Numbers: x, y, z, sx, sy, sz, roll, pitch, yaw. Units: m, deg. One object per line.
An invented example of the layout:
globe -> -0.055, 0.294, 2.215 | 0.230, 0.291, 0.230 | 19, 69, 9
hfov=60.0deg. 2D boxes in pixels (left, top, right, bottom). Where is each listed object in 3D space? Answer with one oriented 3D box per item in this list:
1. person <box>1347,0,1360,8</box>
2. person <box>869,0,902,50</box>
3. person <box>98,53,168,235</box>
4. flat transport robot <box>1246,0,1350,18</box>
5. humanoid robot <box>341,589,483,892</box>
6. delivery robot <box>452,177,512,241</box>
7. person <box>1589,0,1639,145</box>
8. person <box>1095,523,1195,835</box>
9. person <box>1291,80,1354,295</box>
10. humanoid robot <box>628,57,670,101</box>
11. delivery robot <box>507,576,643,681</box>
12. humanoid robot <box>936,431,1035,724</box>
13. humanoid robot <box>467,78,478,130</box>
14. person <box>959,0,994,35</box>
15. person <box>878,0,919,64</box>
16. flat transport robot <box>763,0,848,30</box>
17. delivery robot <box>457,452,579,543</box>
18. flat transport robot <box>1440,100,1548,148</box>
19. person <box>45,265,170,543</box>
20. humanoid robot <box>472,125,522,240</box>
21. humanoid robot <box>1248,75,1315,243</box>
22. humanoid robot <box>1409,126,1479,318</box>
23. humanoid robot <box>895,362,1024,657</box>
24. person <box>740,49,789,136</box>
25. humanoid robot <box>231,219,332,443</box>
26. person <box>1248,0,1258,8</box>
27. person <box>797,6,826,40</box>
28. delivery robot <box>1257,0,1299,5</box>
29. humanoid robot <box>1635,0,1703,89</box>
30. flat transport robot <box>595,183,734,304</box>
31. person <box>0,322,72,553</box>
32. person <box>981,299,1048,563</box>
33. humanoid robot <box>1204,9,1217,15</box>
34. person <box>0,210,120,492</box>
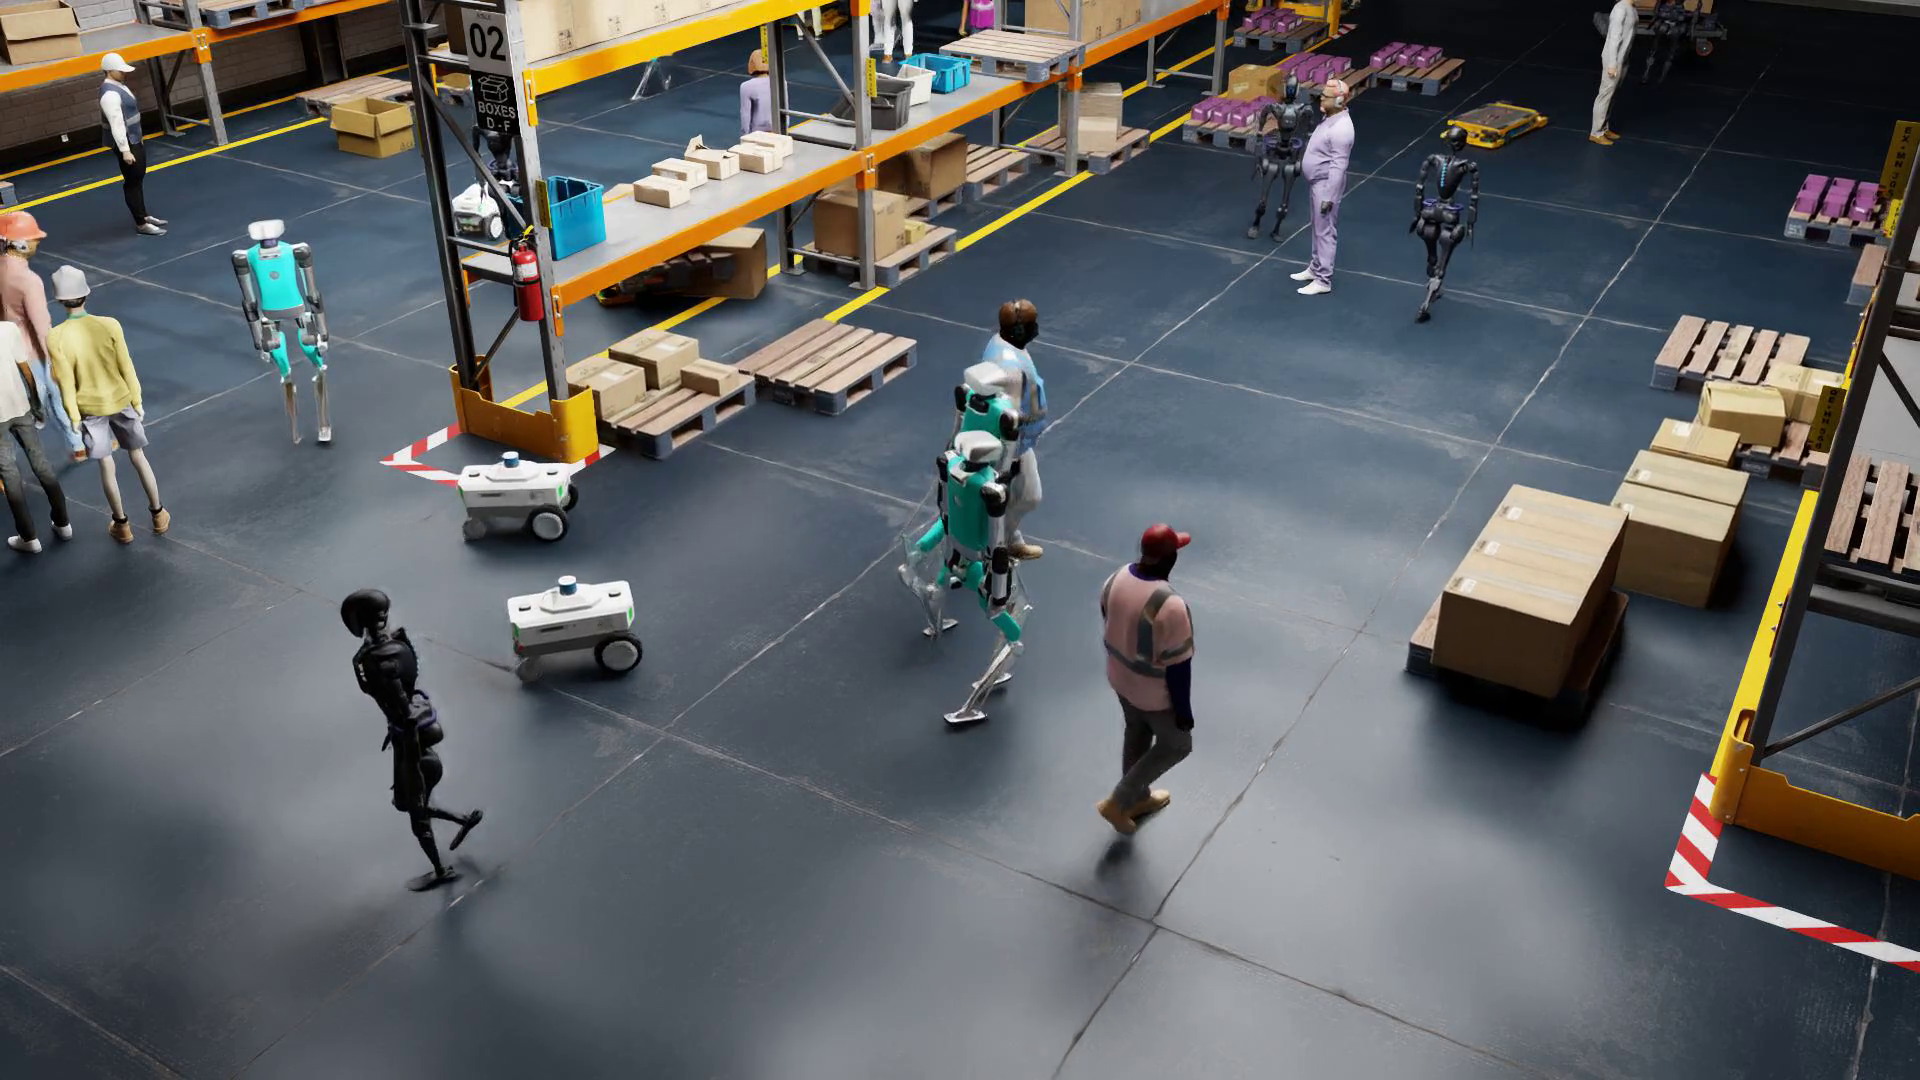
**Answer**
person -> 6.047, -9.076, 25.486 | 0.323, 1.751, 0.560 | -20, 35, -31
person -> -1.130, -7.727, 22.919 | 0.466, 1.932, 0.508 | -12, 32, -20
person -> -8.130, -3.870, 16.277 | 0.448, 1.754, 0.762 | -9, 31, -16
flat transport robot -> 5.145, -8.125, 25.314 | 1.431, 0.231, 0.659 | 16, 33, 26
humanoid robot -> -2.565, 0.945, 7.850 | 0.418, 1.641, 0.615 | -15, 33, -24
delivery robot -> -4.733, -3.293, 16.496 | 0.499, 0.614, 0.804 | 8, 30, 13
person -> 7.529, -5.509, 19.035 | 0.353, 1.898, 0.558 | 18, 34, 29
person -> 0.911, 0.709, 8.190 | 0.477, 1.736, 0.641 | -15, 33, -25
person -> 3.242, -3.151, 14.848 | 0.413, 1.912, 0.649 | 1, 29, 2
humanoid robot -> -3.938, -6.411, 20.844 | 0.547, 1.825, 0.884 | 24, 38, 36
delivery robot -> -2.264, 0.491, 9.786 | 0.802, 0.598, 0.499 | -9, 31, -15
humanoid robot -> 0.207, 0.172, 9.133 | 0.843, 1.765, 0.565 | -20, 35, -31
humanoid robot -> -5.586, -5.561, 19.336 | 0.530, 1.770, 1.006 | 20, 35, 31
person -> 0.277, -6.379, 20.640 | 0.551, 1.825, 0.506 | 15, 33, 24
person -> -0.834, -7.386, 22.313 | 0.628, 1.940, 0.373 | 0, 29, 1
flat transport robot -> -2.449, -7.767, 24.682 | 1.431, 0.231, 0.659 | 7, 30, 13
delivery robot -> -2.968, -0.302, 11.199 | 0.811, 0.609, 0.499 | -2, 30, -3
flat transport robot -> 6.308, -4.895, 19.600 | 0.659, 0.231, 1.431 | 24, 37, 36
person -> -5.569, -0.867, 10.829 | 0.474, 1.892, 0.384 | -18, 34, -29
humanoid robot -> -4.173, -3.334, 15.424 | 0.587, 1.635, 0.453 | 2, 30, 4
humanoid robot -> 3.109, -3.670, 16.015 | 0.600, 1.642, 0.410 | 2, 30, 3
humanoid robot -> 4.168, -2.768, 14.450 | 0.610, 1.640, 0.740 | 21, 36, 32
humanoid robot -> -0.077, -0.085, 9.691 | 0.842, 1.859, 0.561 | -21, 35, -32
person -> -1.976, -4.153, 16.909 | 0.505, 1.627, 0.290 | -11, 31, -18
humanoid robot -> -4.886, -1.525, 12.148 | 0.536, 1.796, 0.671 | -9, 31, -16
person -> 4.504, -8.980, 25.274 | 0.648, 1.802, 0.829 | 12, 32, 20
person -> -2.171, -8.005, 23.591 | 0.561, 1.752, 0.324 | 4, 30, 6
delivery robot -> 4.884, -8.273, 25.278 | 0.782, 0.587, 0.499 | 14, 32, 23
humanoid robot -> 9.078, -6.606, 21.198 | 0.610, 1.635, 0.439 | 19, 35, 30
flat transport robot -> -2.654, -2.438, 15.254 | 1.431, 0.231, 0.659 | -12, 32, -20
person -> -6.177, -0.797, 10.724 | 0.328, 1.873, 0.517 | 21, 36, 33
person -> 0.307, -0.648, 10.497 | 0.480, 1.831, 0.641 | -1, 29, -2
humanoid robot -> 3.935, -8.723, 24.917 | 0.562, 1.784, 0.830 | 22, 36, 34
person -> -6.568, -1.306, 11.566 | 0.643, 1.936, 0.977 | 22, 36, 34
